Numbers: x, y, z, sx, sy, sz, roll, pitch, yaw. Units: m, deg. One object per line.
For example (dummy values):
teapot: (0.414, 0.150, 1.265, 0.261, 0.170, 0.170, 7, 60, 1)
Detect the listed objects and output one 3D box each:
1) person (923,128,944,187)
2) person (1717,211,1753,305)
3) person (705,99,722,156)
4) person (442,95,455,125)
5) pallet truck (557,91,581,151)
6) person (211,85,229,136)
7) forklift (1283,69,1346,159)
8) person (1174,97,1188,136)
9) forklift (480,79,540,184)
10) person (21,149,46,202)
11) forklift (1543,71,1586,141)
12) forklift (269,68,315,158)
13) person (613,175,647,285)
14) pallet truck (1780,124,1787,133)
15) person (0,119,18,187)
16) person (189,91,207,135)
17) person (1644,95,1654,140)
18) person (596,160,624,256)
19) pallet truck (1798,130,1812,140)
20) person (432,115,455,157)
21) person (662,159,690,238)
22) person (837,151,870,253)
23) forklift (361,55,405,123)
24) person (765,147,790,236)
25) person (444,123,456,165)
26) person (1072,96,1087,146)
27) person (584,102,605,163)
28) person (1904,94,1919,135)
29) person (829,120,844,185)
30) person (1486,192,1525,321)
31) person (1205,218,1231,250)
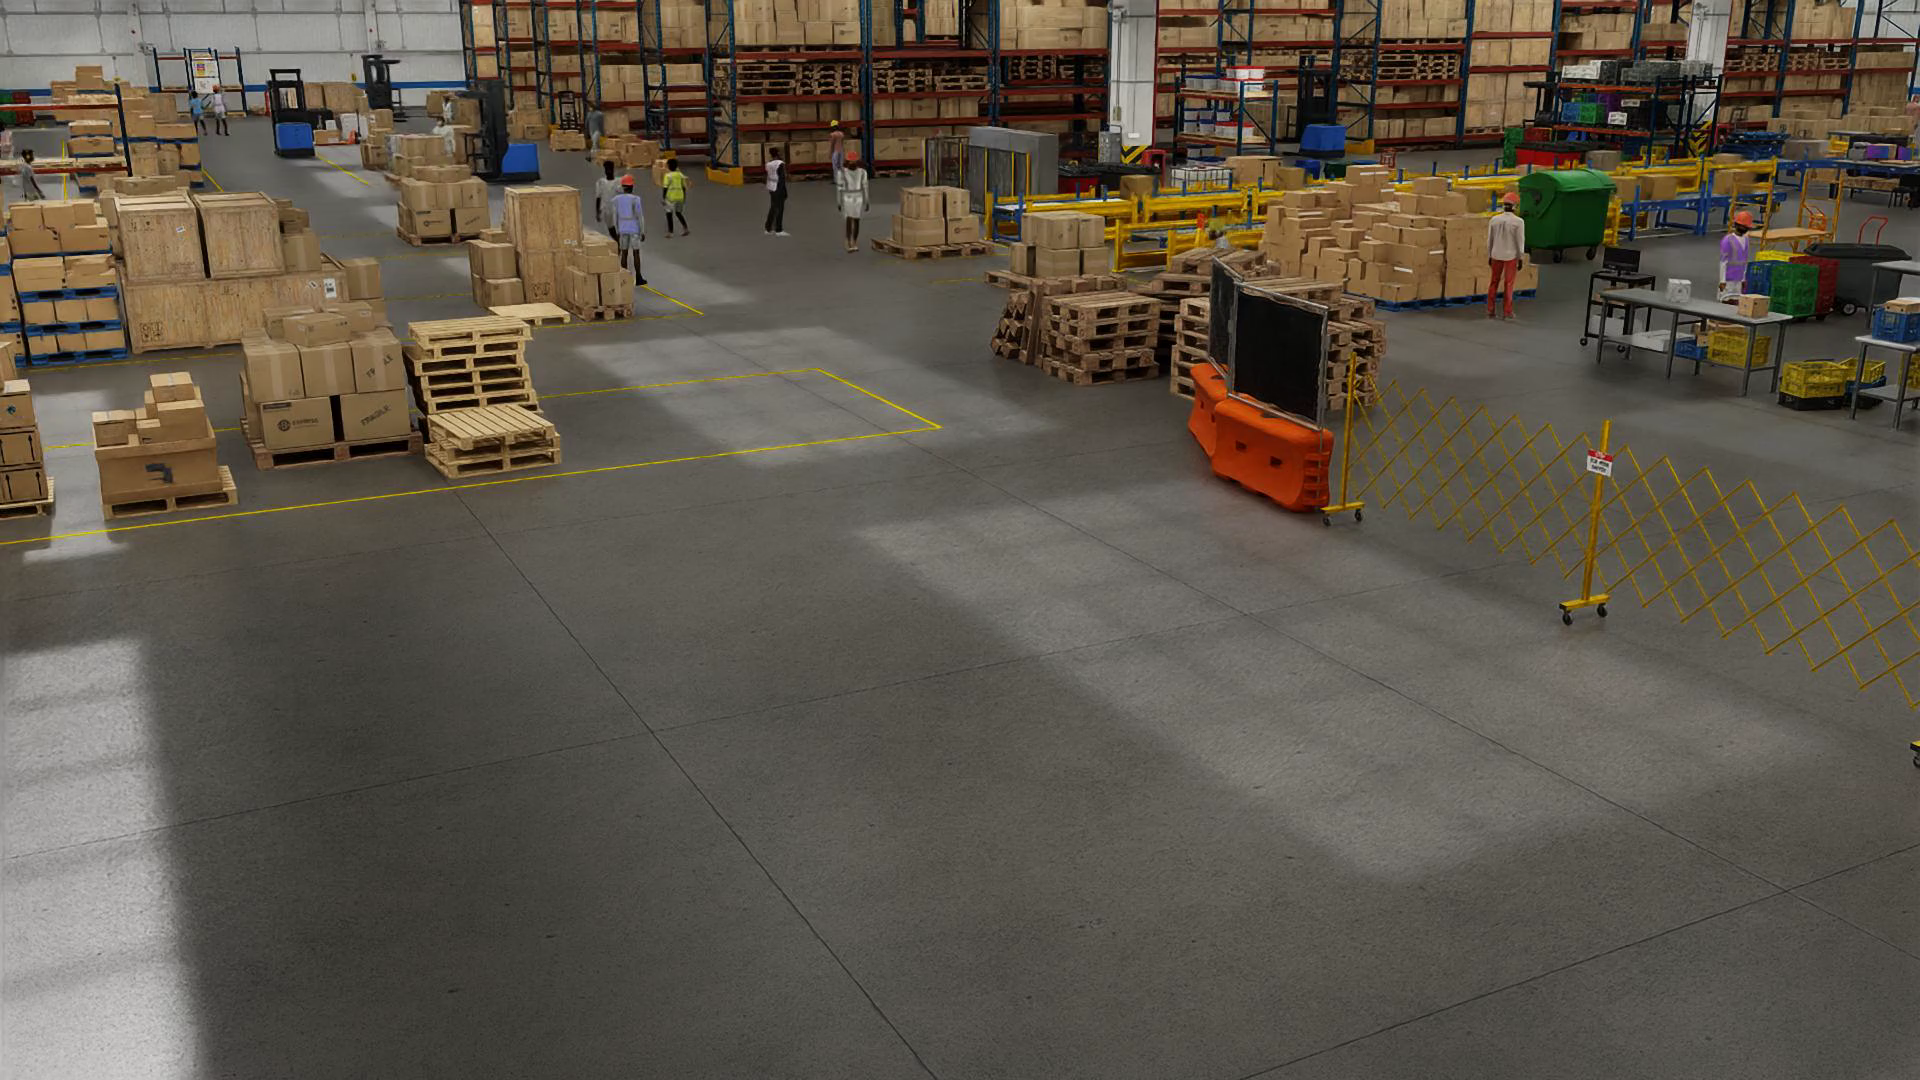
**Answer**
person: (-0.637, -9.312, 41.475, 0.407, 1.882, 0.674, -11, 21, -31)
person: (11.303, -3.834, 24.305, 0.545, 1.940, 0.352, -10, 20, -29)
person: (-7.975, -13.658, 55.005, 0.924, 1.906, 0.553, -9, 20, -27)
person: (-19.089, -15.814, 62.189, 0.523, 1.606, 0.808, 7, 19, 20)
pallet truck: (-13.495, -14.412, 57.188, 0.823, 1.965, 1.885, -3, 18, -9)
person: (-28.411, -16.479, 63.826, 0.561, 1.890, 1.029, -15, 23, -38)
forklift: (11.615, -13.871, 54.079, 1.129, 2.768, 1.873, -9, 20, -27)
person: (8.193, -15.669, 61.730, 0.526, 1.606, 0.456, 1, 18, 2)
forklift: (-12.868, -11.420, 46.438, 1.873, 2.768, 1.129, -9, 20, -26)
person: (-20.046, -7.546, 36.072, 0.980, 1.820, 0.518, -9, 20, -26)
forklift: (18.685, -13.231, 52.085, 1.873, 2.768, 1.129, -9, 20, -26)
forklift: (-22.016, -14.054, 54.650, 1.129, 2.768, 1.873, -9, 20, -26)
person: (-5.839, -5.482, 29.445, 0.552, 1.937, 0.356, 4, 18, 11)
pallet truck: (25.206, -12.542, 52.601, 1.601, 1.201, 0.680, 0, 18, -2)
person: (-26.231, -10.607, 45.605, 0.699, 1.826, 0.636, 15, 23, 39)
person: (-29.319, -16.423, 63.998, 0.529, 1.665, 0.830, -17, 24, -42)
person: (24.849, -15.205, 60.044, 0.372, 1.753, 0.528, -8, 20, -24)
person: (-6.776, -6.460, 32.523, 0.618, 1.932, 0.954, 2, 18, 7)
pallet truck: (25.526, -11.556, 49.408, 1.630, 1.274, 0.653, -9, 20, -26)
person: (-14.262, -10.791, 46.024, 0.642, 1.919, 0.569, 2, 18, 8)
person: (-6.072, -7.268, 35.436, 0.547, 1.681, 0.612, 14, 23, 37)
person: (-2.110, -6.760, 33.318, 0.612, 2.008, 0.905, -5, 18, -15)
forklift: (-24.634, -18.984, 70.019, 1.873, 2.768, 1.129, 7, 19, 22)
person: (-3.998, -7.508, 35.873, 0.375, 1.878, 0.694, -13, 22, -35)
person: (-14.615, -11.047, 47.354, 0.536, 1.587, 0.895, 12, 21, 33)
person: (3.921, -13.547, 54.518, 0.594, 1.977, 0.630, -6, 19, -17)
person: (-11.623, -12.921, 52.747, 0.665, 1.869, 1.070, 9, 20, 27)
person: (32.516, -14.237, 56.800, 0.407, 1.902, 0.639, -2, 18, -5)
person: (-3.434, -10.764, 46.206, 0.341, 1.757, 0.525, 15, 23, 40)
person: (8.569, -4.446, 26.124, 0.377, 1.995, 0.611, -17, 24, -42)
person: (3.805, -3.918, 24.840, 0.975, 1.766, 0.623, 6, 19, 17)
